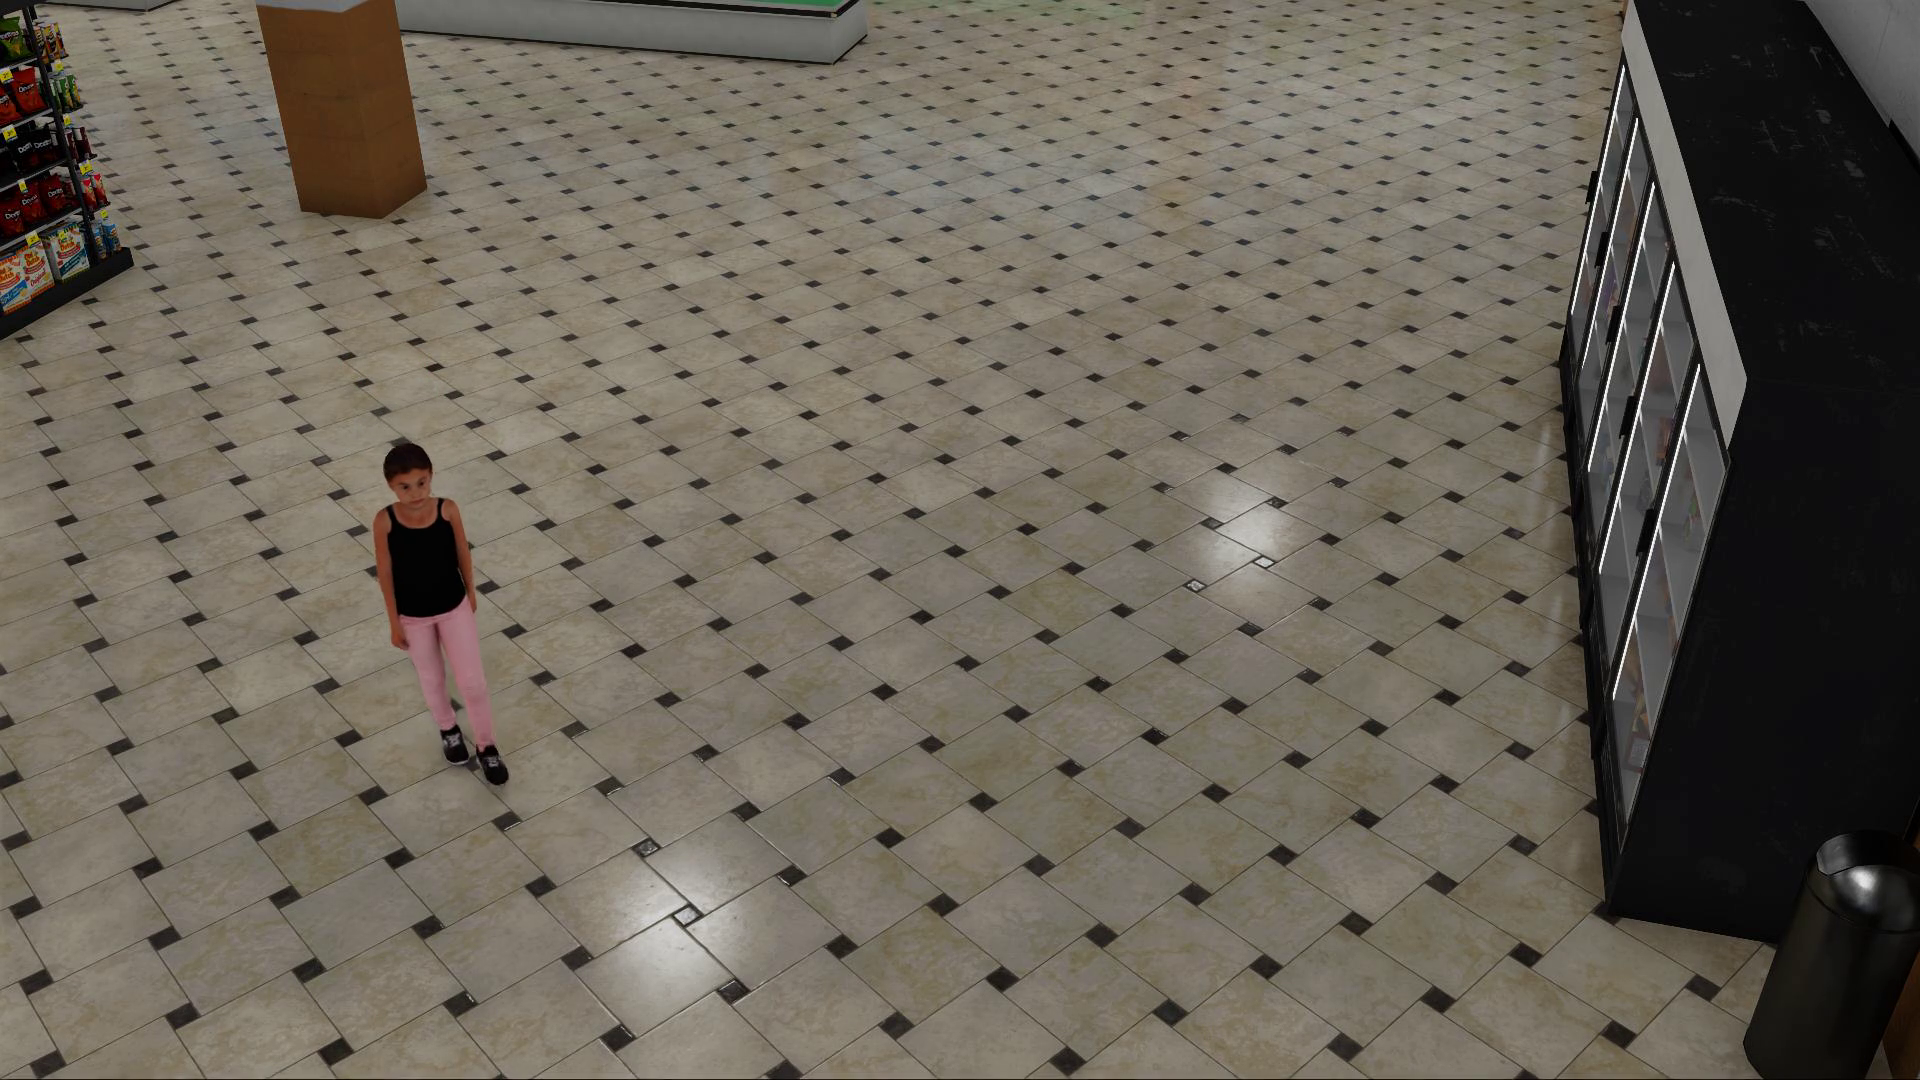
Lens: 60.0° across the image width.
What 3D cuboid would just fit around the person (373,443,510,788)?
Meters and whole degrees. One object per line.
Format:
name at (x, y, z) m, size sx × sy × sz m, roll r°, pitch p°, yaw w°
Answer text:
person at (-2.193, 0.266, 6.870) m, size 0.763 × 1.544 × 0.793 m, roll -11°, pitch 34°, yaw -17°
